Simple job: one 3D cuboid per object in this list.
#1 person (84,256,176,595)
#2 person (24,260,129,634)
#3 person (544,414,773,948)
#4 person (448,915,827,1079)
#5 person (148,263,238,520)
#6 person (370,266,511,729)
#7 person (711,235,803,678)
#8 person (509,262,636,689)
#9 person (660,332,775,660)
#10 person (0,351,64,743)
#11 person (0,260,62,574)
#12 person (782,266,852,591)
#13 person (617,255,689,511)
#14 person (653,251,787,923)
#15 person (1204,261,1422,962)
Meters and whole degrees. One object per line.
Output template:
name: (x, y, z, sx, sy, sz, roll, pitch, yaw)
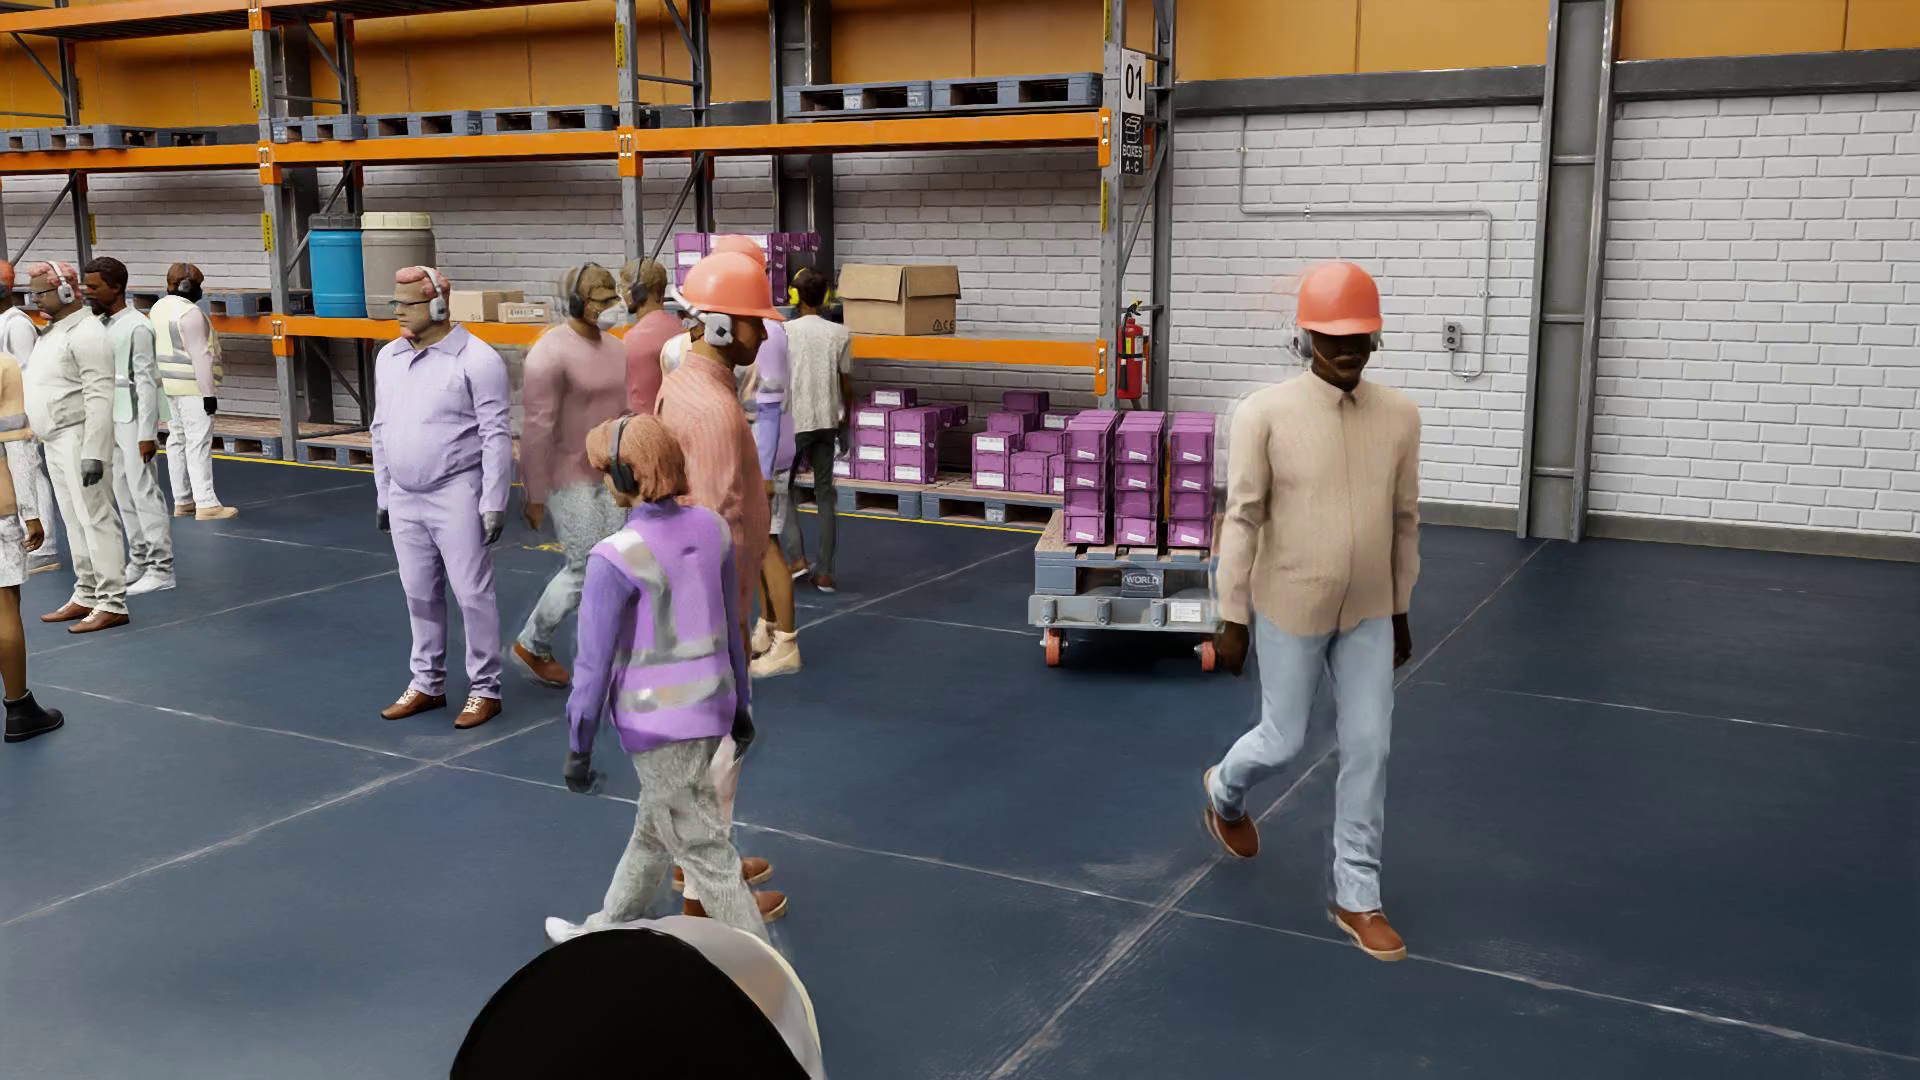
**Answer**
person: (-4.735, -0.652, 9.507, 0.599, 1.913, 0.384, 9, 14, 40)
person: (-4.576, -0.478, 8.574, 0.639, 1.904, 0.407, 10, 14, 44)
person: (-0.773, 0.470, 4.218, 0.896, 1.582, 0.526, 5, 12, 26)
person: (-0.203, 0.882, 0.944, 0.368, 1.966, 0.602, 3, 11, 17)
person: (-5.528, -1.063, 11.966, 0.621, 1.838, 0.429, 8, 13, 37)
person: (-2.168, -0.169, 6.874, 0.651, 1.904, 0.401, 4, 11, 22)
person: (-0.979, -0.379, 7.696, 0.427, 2.032, 0.610, -4, 11, -21)
person: (-1.666, -0.245, 7.254, 0.483, 1.916, 0.670, 4, 11, 20)
person: (-1.089, -0.317, 7.646, 0.550, 1.923, 0.390, 3, 11, 16)
person: (-3.950, -0.145, 6.657, 0.552, 1.933, 0.374, 0, 10, -3)
person: (-5.704, -0.737, 10.037, 0.337, 1.883, 0.584, -9, 14, -41)
person: (-0.892, -0.638, 9.594, 0.538, 1.847, 0.561, -5, 11, -24)
person: (-1.478, -0.413, 8.130, 0.356, 1.936, 0.636, 2, 10, 9)
person: (-0.706, 0.154, 4.894, 0.410, 1.980, 0.630, -3, 11, -18)
person: (1.013, 0.171, 4.881, 0.638, 1.968, 0.812, -3, 11, -17)
